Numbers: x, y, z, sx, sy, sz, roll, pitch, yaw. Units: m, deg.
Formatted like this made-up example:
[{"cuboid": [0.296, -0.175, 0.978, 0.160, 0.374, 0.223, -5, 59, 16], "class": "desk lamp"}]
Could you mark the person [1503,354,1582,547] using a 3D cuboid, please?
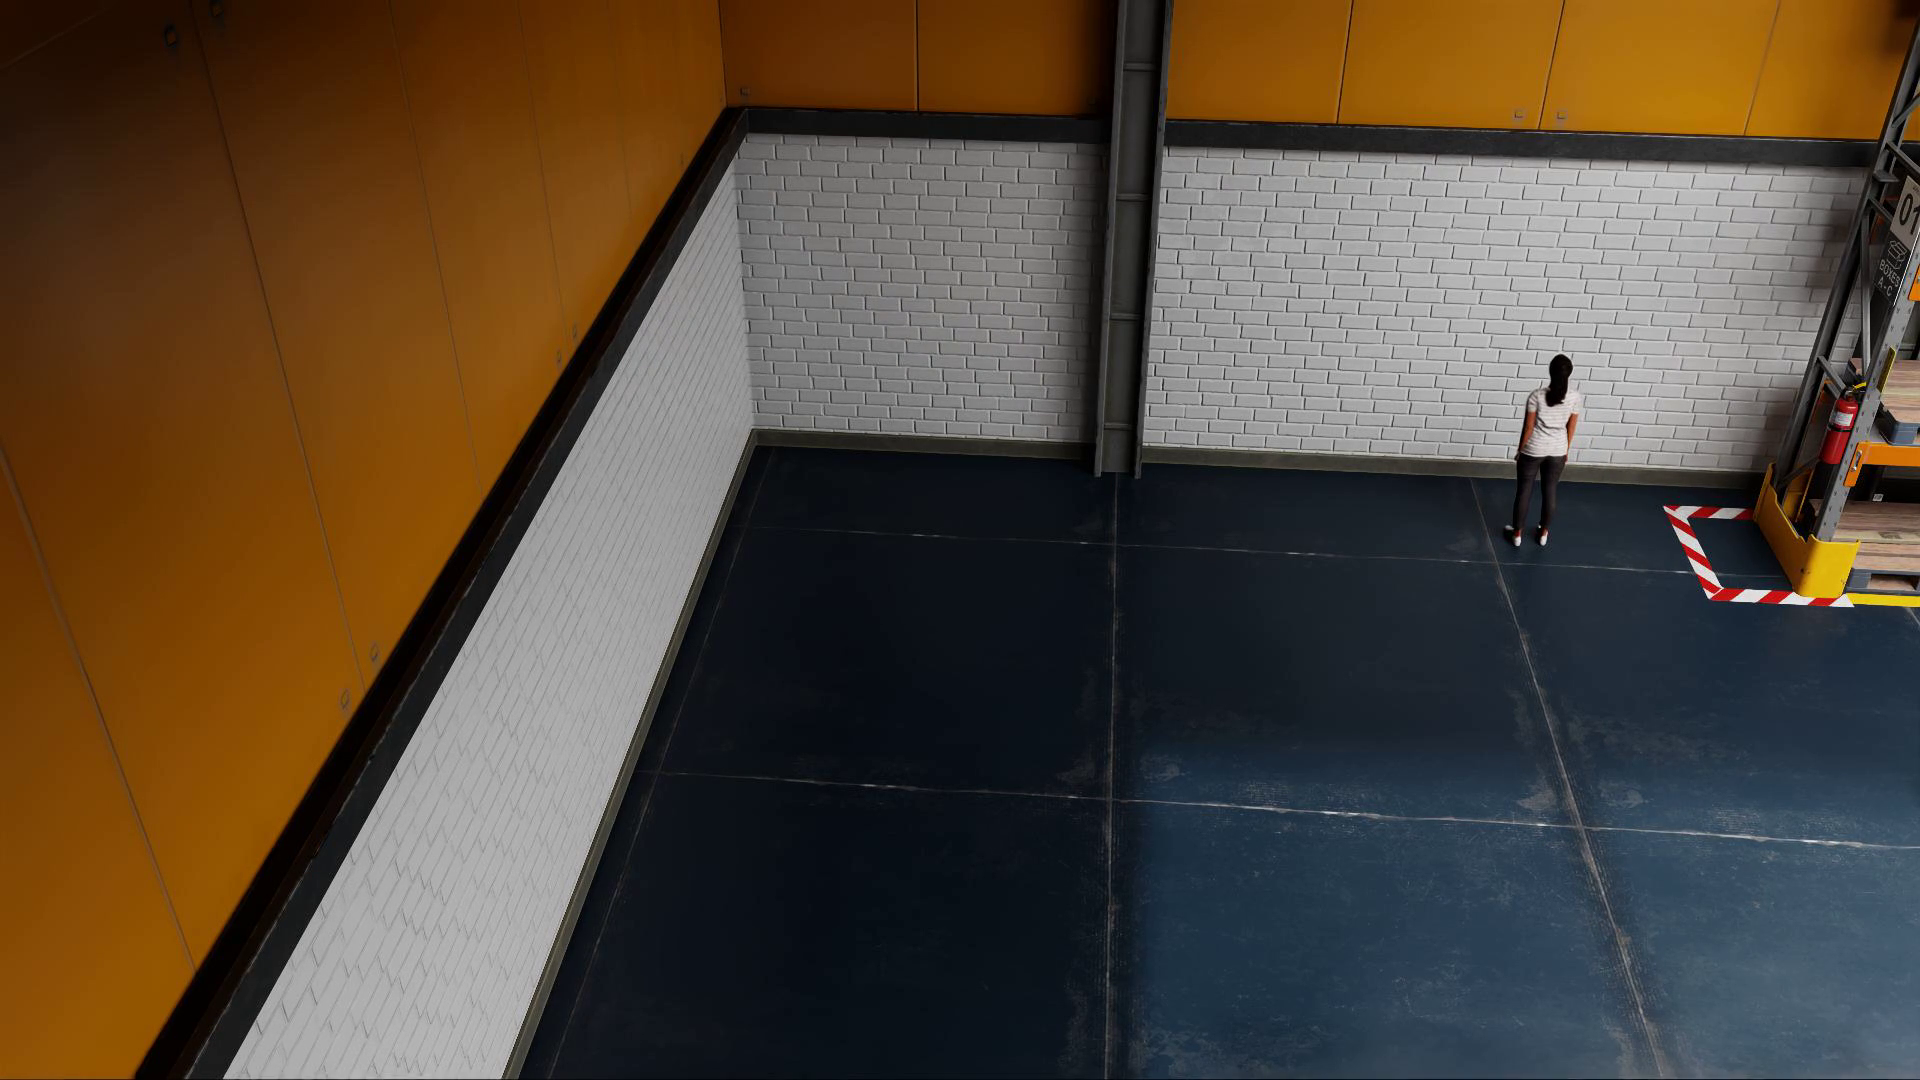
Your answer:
[{"cuboid": [4.536, -0.692, 12.922, 0.456, 1.646, 0.623, 2, 34, 2], "class": "person"}]
